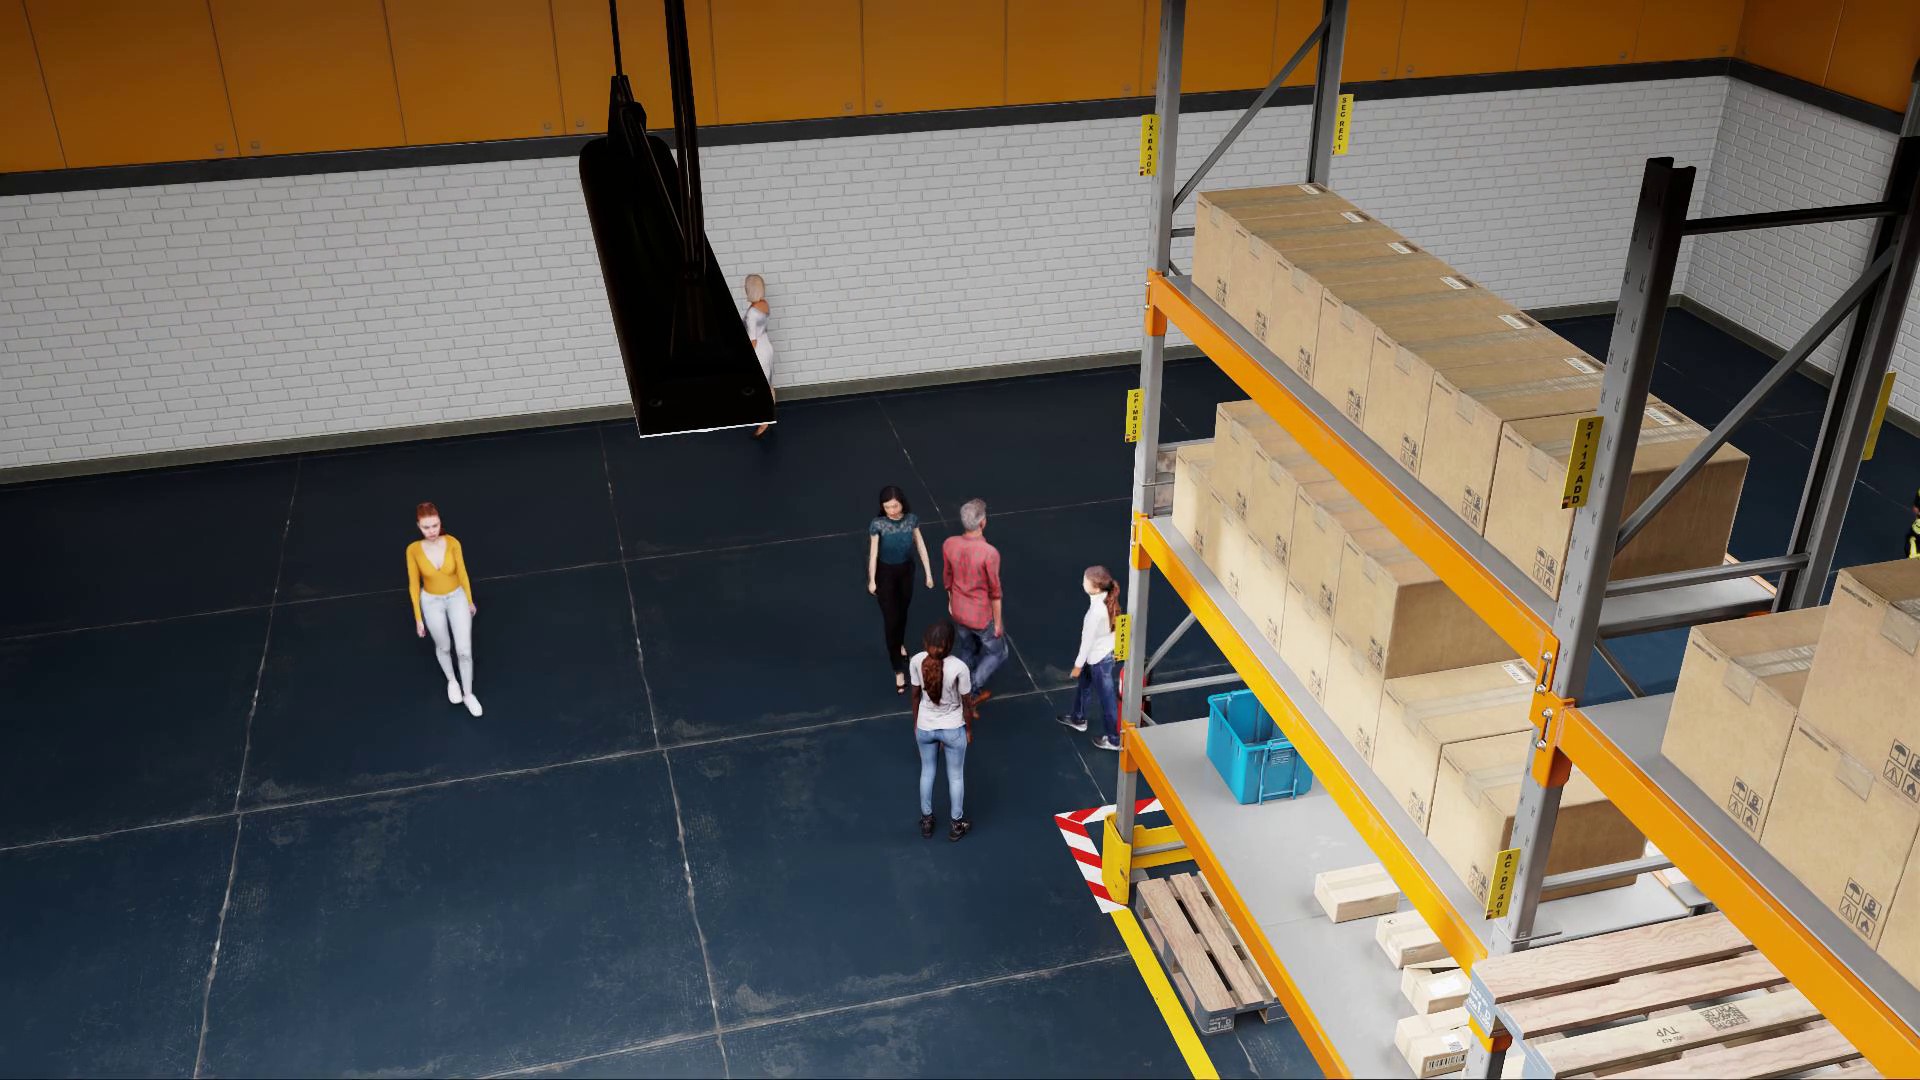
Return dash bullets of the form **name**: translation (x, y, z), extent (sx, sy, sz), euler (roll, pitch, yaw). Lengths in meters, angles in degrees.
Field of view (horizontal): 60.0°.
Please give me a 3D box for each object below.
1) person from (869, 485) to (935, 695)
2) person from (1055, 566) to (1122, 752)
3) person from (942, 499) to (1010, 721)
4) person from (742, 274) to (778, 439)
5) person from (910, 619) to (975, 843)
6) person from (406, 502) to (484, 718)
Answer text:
- **person**: translation (-0.532, 0.290, 13.104), extent (0.757, 1.706, 0.924), euler (-17, 33, -28)
- **person**: translation (1.107, 0.895, 12.176), extent (0.894, 1.532, 0.862), euler (12, 31, 21)
- **person**: translation (0.073, 0.567, 12.480), extent (0.938, 1.818, 0.989), euler (21, 35, 33)
- **person**: translation (-2.052, -1.893, 17.059), extent (0.700, 1.752, 0.599), euler (8, 30, 14)
- **person**: translation (-0.126, 1.281, 11.274), extent (0.667, 1.720, 0.684), euler (8, 30, 14)
- **person**: translation (-3.970, 0.480, 12.728), extent (0.703, 1.732, 0.844), euler (-12, 31, -21)
